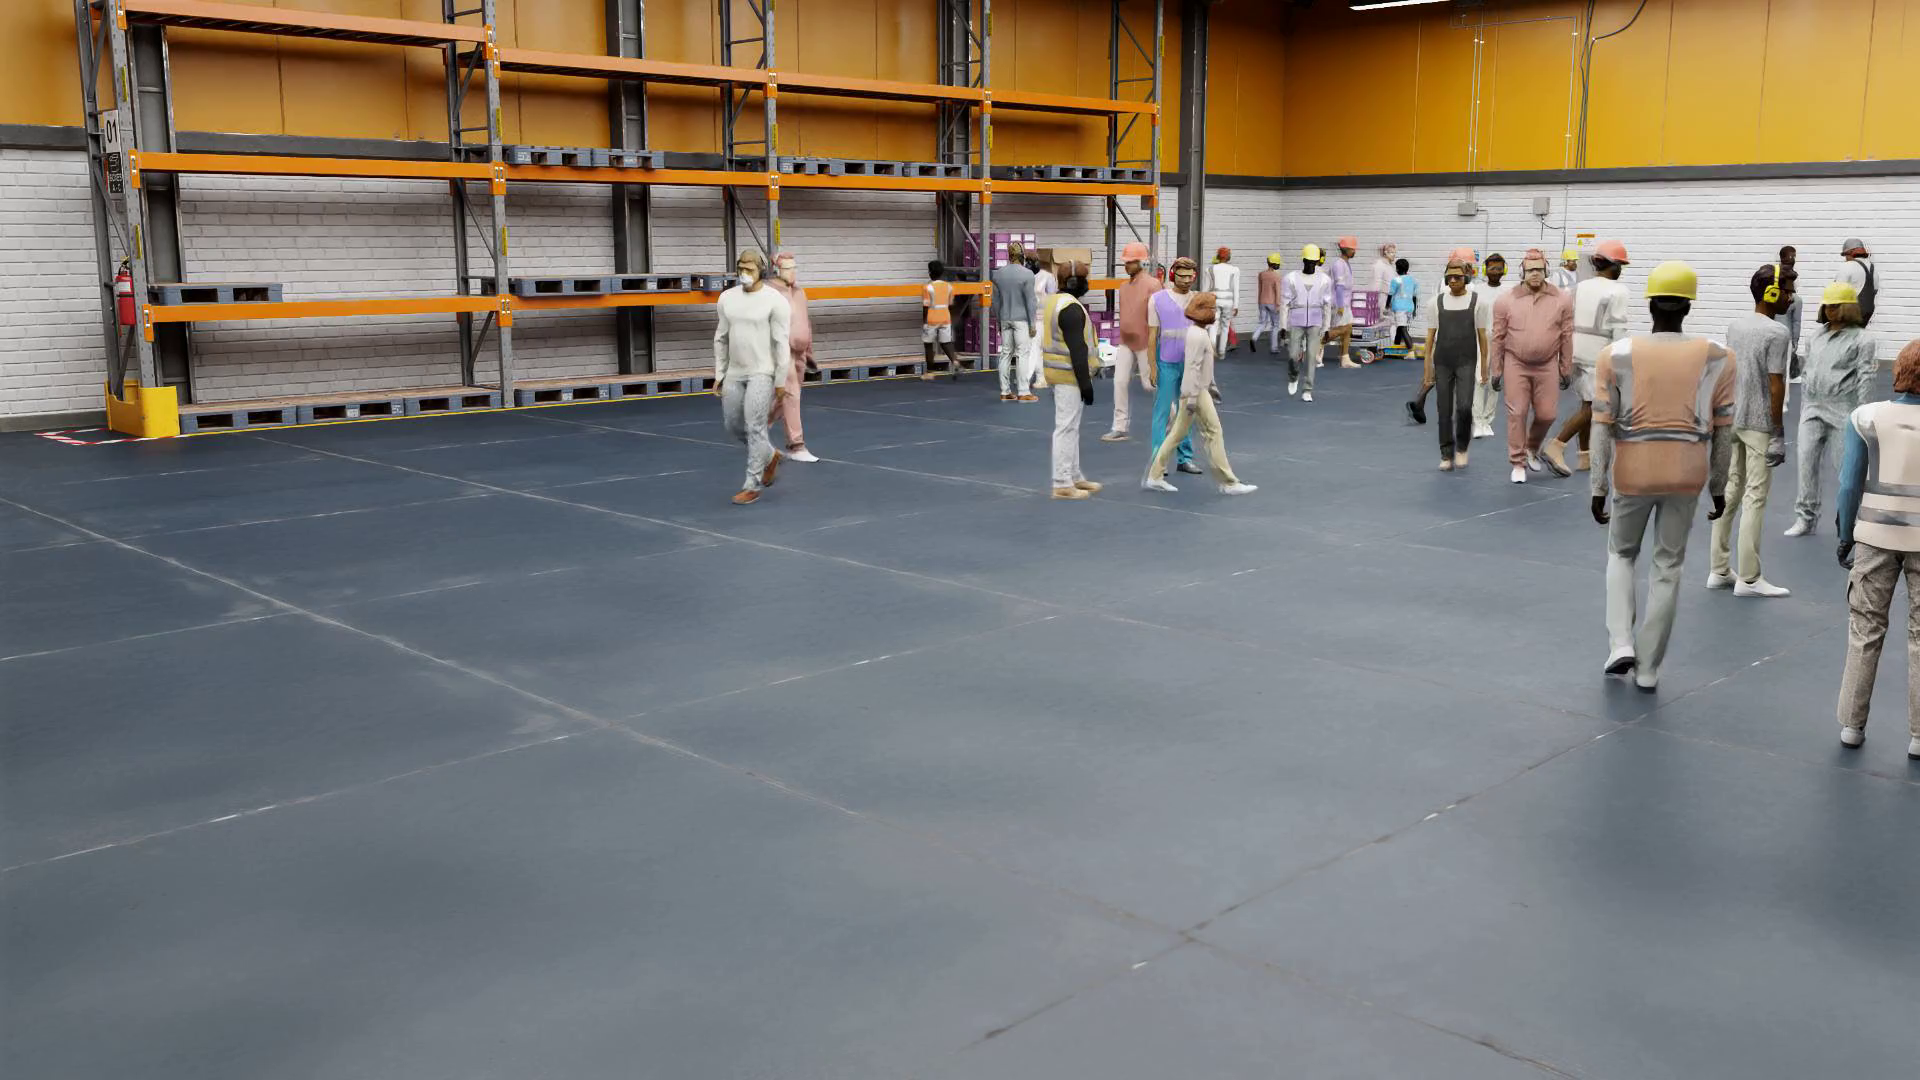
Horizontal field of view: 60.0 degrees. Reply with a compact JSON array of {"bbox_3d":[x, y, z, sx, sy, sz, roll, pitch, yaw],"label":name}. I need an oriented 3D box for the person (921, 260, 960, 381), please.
[{"bbox_3d":[-0.286,-3.014,22.933,0.539,1.677,0.673,-7,13,-35],"label":"person"}]

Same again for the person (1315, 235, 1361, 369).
[{"bbox_3d":[5.753,-3.614,25.306,0.687,2.020,0.603,6,12,28],"label":"person"}]

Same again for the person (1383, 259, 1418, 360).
[{"bbox_3d":[7.223,-3.761,27.148,0.522,1.645,0.869,-6,12,-31],"label":"person"}]

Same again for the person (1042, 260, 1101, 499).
[{"bbox_3d":[0.863,-1.232,12.839,0.442,1.844,0.631,-2,11,-8],"label":"person"}]

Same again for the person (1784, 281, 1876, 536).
[{"bbox_3d":[5.935,-0.883,11.237,0.708,1.723,0.489,-6,12,-30],"label":"person"}]

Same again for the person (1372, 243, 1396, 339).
[{"bbox_3d":[7.123,-4.016,27.885,0.467,1.886,0.641,5,12,26],"label":"person"}]

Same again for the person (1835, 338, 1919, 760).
[{"bbox_3d":[3.681,0.032,6.465,0.522,1.638,0.310,9,14,41],"label":"person"}]

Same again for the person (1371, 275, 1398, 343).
[{"bbox_3d":[7.225,-3.947,28.250,0.526,1.600,0.682,-1,10,-6],"label":"person"}]

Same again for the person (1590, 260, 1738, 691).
[{"bbox_3d":[3.114,-0.279,7.413,0.599,1.908,0.438,4,11,20],"label":"person"}]

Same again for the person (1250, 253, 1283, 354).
[{"bbox_3d":[5.247,-4.008,28.249,0.686,1.722,0.543,-9,14,-41],"label":"person"}]

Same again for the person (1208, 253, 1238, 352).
[{"bbox_3d":[4.485,-4.096,28.774,0.860,1.707,0.541,-3,11,-15],"label":"person"}]

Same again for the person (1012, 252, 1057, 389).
[{"bbox_3d":[0.884,-2.848,21.732,0.646,1.795,0.937,8,13,37],"label":"person"}]

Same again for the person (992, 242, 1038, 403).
[{"bbox_3d":[0.680,-2.631,20.173,0.629,1.940,0.373,8,13,39],"label":"person"}]

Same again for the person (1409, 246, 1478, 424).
[{"bbox_3d":[5.231,-2.180,17.785,0.849,1.913,0.544,-6,12,-31],"label":"person"}]

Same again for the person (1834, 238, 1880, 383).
[{"bbox_3d":[11.963,-3.051,22.182,0.742,2.000,0.734,-5,12,-26],"label":"person"}]

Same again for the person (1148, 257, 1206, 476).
[{"bbox_3d":[1.847,-1.468,14.104,0.563,1.837,0.389,-4,11,-21],"label":"person"}]

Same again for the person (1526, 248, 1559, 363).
[{"bbox_3d":[8.951,-3.603,25.803,0.581,1.817,1.063,-10,14,-43],"label":"person"}]

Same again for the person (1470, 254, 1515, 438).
[{"bbox_3d":[5.323,-1.916,16.577,0.512,1.835,0.850,2,11,9],"label":"person"}]

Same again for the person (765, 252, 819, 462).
[{"bbox_3d":[-1.631,-1.658,15.029,0.849,1.883,0.635,6,12,29],"label":"person"}]

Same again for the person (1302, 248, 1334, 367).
[{"bbox_3d":[5.440,-3.553,25.483,0.562,1.836,0.664,7,12,33],"label":"person"}]

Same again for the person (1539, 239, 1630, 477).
[{"bbox_3d":[5.258,-1.532,14.056,0.851,2.003,0.626,-4,11,-23],"label":"person"}]

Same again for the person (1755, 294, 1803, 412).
[{"bbox_3d":[9.368,-2.277,19.104,0.497,1.626,0.288,5,12,26],"label":"person"}]

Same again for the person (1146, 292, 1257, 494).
[{"bbox_3d":[1.876,-1.147,13.027,0.858,1.588,0.500,1,10,3],"label":"person"}]

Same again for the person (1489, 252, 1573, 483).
[{"bbox_3d":[4.696,-1.423,13.718,0.660,1.886,0.547,2,11,11],"label":"person"}]

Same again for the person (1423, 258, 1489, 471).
[{"bbox_3d":[4.237,-1.489,14.249,0.542,1.823,0.415,5,11,25],"label":"person"}]

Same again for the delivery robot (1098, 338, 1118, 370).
[{"bbox_3d":[2.022,-2.624,23.653,0.477,0.478,0.707,5,12,27],"label":"delivery robot"}]

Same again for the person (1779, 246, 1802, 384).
[{"bbox_3d":[11.326,-3.100,22.906,0.596,1.878,0.870,-3,11,-15],"label":"person"}]

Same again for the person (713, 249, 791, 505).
[{"bbox_3d":[-1.555,-1.253,12.691,0.640,1.924,0.710,6,12,28],"label":"person"}]

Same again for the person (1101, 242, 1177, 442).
[{"bbox_3d":[1.817,-1.959,16.449,0.877,1.964,0.610,-9,13,-39],"label":"person"}]

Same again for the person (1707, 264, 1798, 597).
[{"bbox_3d":[4.483,-0.615,9.388,0.331,1.864,0.513,-2,11,-10],"label":"person"}]

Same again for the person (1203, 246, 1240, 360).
[{"bbox_3d":[4.235,-3.837,27.012,0.587,1.856,0.866,2,11,11],"label":"person"}]

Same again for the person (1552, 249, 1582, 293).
[{"bbox_3d":[9.646,-3.741,26.567,0.598,1.814,0.673,-5,12,-27],"label":"person"}]

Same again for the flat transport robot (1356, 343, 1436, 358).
[{"bbox_3d":[7.353,-3.150,27.552,1.431,0.197,0.652,6,12,29],"label":"flat transport robot"}]

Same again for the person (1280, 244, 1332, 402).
[{"bbox_3d":[4.236,-2.658,20.368,0.614,1.912,0.545,1,10,5],"label":"person"}]
